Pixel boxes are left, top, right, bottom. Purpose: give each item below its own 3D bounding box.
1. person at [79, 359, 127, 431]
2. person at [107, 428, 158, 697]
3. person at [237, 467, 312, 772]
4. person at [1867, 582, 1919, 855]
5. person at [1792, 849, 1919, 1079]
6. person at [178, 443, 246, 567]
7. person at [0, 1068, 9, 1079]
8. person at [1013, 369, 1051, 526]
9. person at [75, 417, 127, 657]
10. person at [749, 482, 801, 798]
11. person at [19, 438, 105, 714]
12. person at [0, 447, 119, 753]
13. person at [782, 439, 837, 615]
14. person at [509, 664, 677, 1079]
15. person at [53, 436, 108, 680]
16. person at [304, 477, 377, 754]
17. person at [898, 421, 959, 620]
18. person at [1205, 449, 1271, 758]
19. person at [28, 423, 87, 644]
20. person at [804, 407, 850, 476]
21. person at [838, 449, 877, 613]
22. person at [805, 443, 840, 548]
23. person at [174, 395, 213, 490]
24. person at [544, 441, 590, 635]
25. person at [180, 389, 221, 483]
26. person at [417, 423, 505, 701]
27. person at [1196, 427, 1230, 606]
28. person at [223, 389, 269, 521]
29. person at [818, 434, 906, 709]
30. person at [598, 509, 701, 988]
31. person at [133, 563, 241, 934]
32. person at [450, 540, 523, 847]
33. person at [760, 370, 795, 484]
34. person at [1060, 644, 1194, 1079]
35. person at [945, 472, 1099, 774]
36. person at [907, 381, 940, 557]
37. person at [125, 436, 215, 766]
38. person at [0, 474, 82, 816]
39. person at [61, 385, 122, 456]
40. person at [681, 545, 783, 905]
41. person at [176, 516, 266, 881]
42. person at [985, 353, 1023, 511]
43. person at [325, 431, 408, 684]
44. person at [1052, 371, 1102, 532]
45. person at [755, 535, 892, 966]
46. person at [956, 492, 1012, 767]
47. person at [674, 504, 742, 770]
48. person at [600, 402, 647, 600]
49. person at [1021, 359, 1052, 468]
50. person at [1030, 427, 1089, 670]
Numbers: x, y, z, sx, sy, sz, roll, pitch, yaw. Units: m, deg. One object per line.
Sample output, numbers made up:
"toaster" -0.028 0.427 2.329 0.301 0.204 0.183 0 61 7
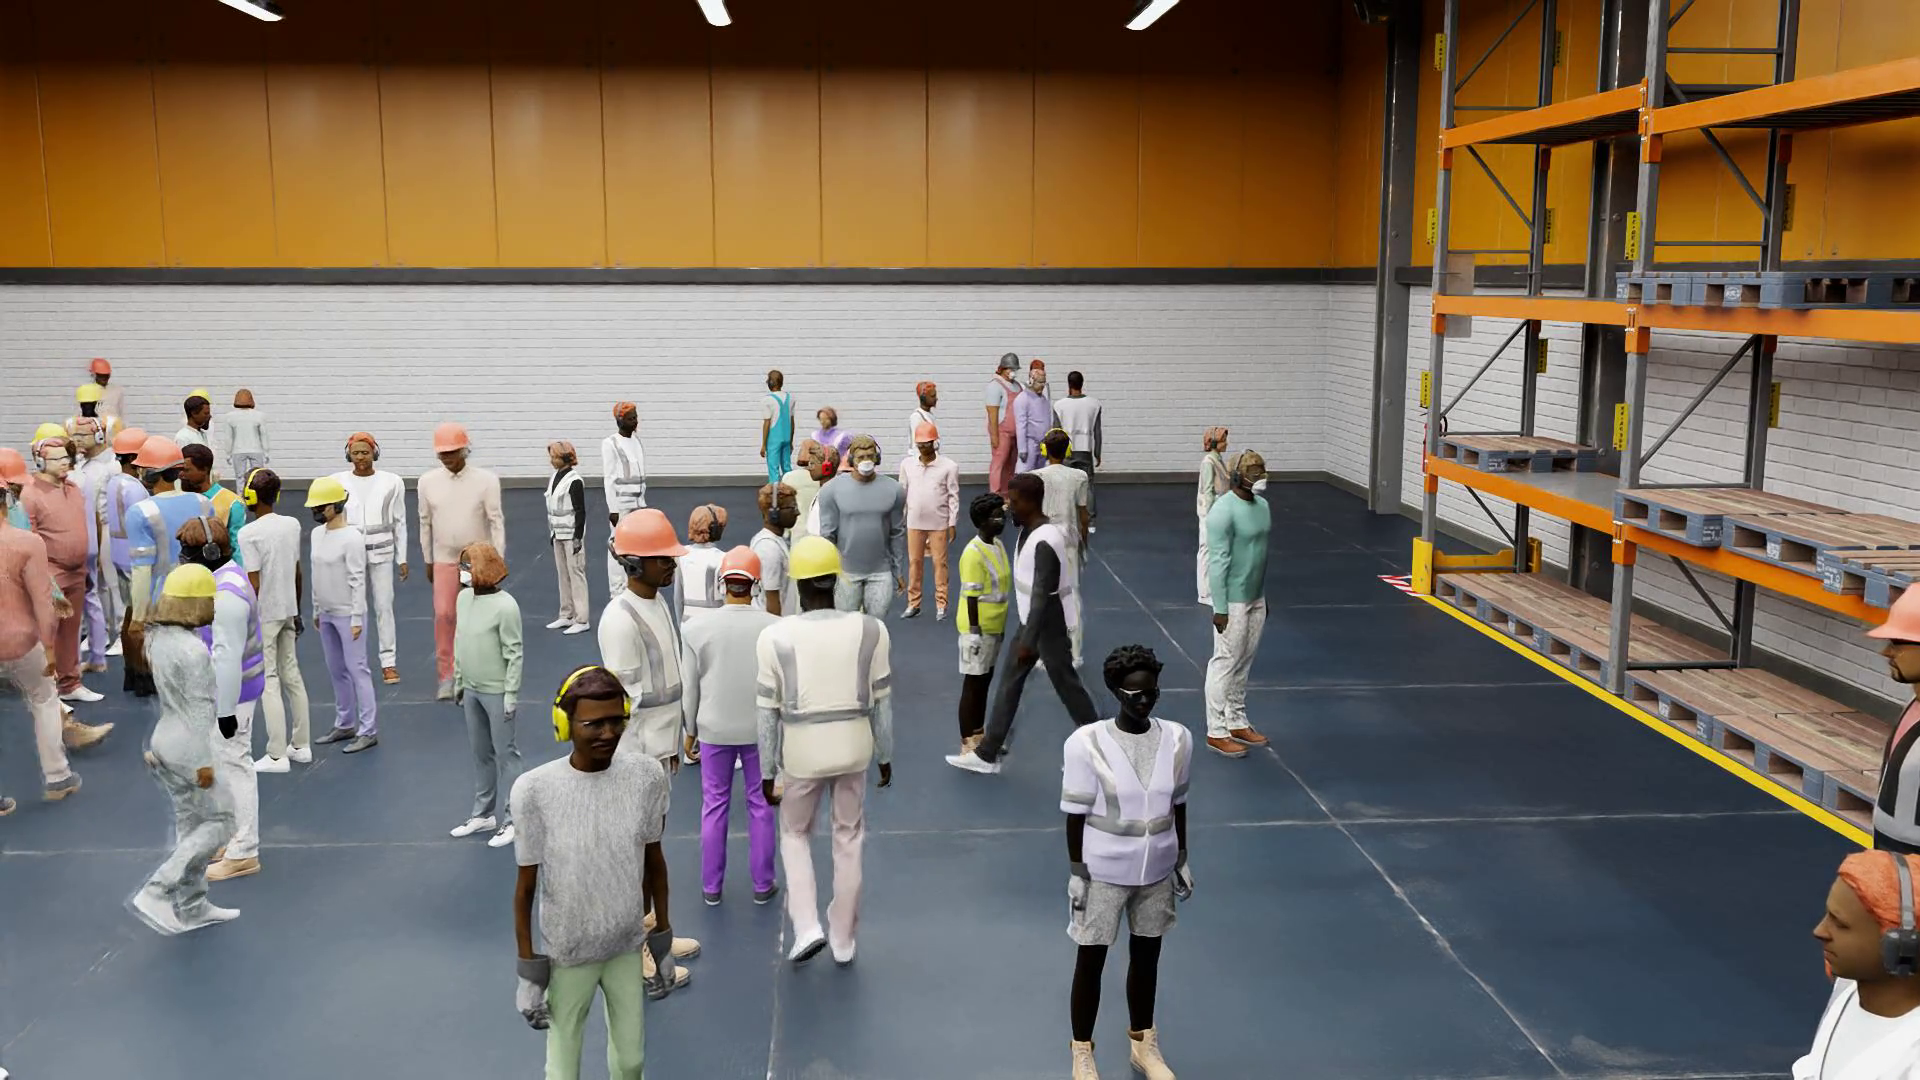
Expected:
"person" -11.056 -1.371 21.564 1.009 1.936 0.650 7 12 38
"person" -5.906 0.158 11.986 0.356 1.936 0.551 -8 12 -41
"person" -4.212 0.486 10.145 0.315 1.869 0.534 3 9 16
"person" 3.124 1.148 5.443 0.395 2.044 0.609 3 10 21
"person" 1.869 1.548 3.434 0.362 1.883 0.575 2 9 11
"person" -5.034 0.302 11.146 0.597 1.918 0.382 3 9 17
"person" -3.774 1.144 6.023 0.328 1.867 0.513 3 9 17
"person" 0.905 -1.114 20.097 0.405 1.902 0.636 5 11 31
"person" -6.868 -0.028 13.258 0.639 1.908 0.409 4 10 23
"person" -1.073 0.578 9.642 0.346 1.845 0.505 -2 9 -11
"person" -6.267 0.238 11.581 0.399 1.909 0.642 1 9 7
"person" -5.902 0.399 10.367 0.967 1.993 0.628 -2 9 -11
"person" -1.282 -0.060 14.335 0.491 1.625 0.283 0 9 -2
"person" -1.127 1.288 5.152 0.510 1.861 0.326 -6 11 -32
"person" -6.648 0.135 12.473 0.358 1.835 0.516 3 9 17
"person" -3.970 0.471 10.587 0.527 1.760 0.334 7 11 37
"person" -0.289 -0.168 14.610 0.568 1.751 0.329 2 9 14
"person" 1.773 0.388 10.542 0.353 1.937 0.635 7 11 36
"person" -7.328 -0.037 13.541 0.404 1.831 0.600 -7 12 -39
"person" -1.454 -0.614 17.854 0.528 1.606 0.777 6 11 33
"person" -0.755 0.192 12.344 0.327 1.753 0.561 -1 9 -3
"person" -0.917 0.236 11.786 0.389 1.846 0.566 -2 9 -11
"person" -7.160 -0.396 15.569 0.384 1.910 0.594 -1 9 -8
"person" -3.325 -0.024 14.069 0.308 1.637 0.524 -7 11 -38
"person" -8.443 -0.800 18.552 0.533 1.765 0.330 5 10 27
"person" -3.570 0.155 11.908 0.616 1.961 0.869 -2 9 -10
"person" 2.327 -0.221 15.300 0.309 1.641 0.513 3 9 17
"person" -8.790 -1.048 20.513 0.502 1.632 0.277 -3 10 -19
"person" -0.669 0.230 11.532 0.628 1.940 0.377 -3 10 -18
"person" -1.326 0.878 7.138 0.373 2.044 0.606 0 9 2
"person" -3.529 0.963 7.584 0.427 1.721 0.494 -8 12 -41
"person" -2.520 0.809 8.852 0.499 1.634 0.280 7 11 36
"person" -2.296 -1.215 20.900 0.346 1.847 0.507 9 13 43
"person" 0.616 1.212 6.123 0.530 1.697 0.321 -3 10 -21
"person" 0.458 0.515 10.001 1.019 1.863 0.597 -2 9 -13
"person" -0.387 -0.771 17.998 0.356 1.881 0.575 2 9 14
"person" -4.872 0.377 10.272 0.366 2.048 0.610 4 10 21
"person" -5.379 0.565 9.405 0.635 1.939 0.849 -1 9 -6
"person" -9.153 -0.704 17.606 0.586 1.874 1.037 -4 10 -22
"person" -1.057 0.891 8.009 0.574 1.739 0.348 -1 9 -7
"person" -3.733 0.785 8.397 0.429 1.837 0.624 -5 10 -27
"person" 0.646 -1.409 21.509 0.535 2.000 0.685 6 11 33
"person" -4.374 0.141 12.268 0.572 1.883 0.355 -3 10 -18
"person" 1.370 -1.026 19.532 0.600 1.909 0.384 -1 9 -6
"person" -0.579 0.929 7.235 0.626 1.913 0.402 -2 9 -13
"person" 0.151 0.544 10.317 0.321 1.696 0.537 3 10 19
"person" -1.535 0.597 10.164 0.525 1.639 0.307 7 12 38
"person" -3.028 -0.314 15.127 0.355 1.883 0.573 3 10 19
"person" 1.039 -1.542 22.859 0.587 1.877 0.353 -8 12 -41
"person" 0.736 0.067 12.771 0.520 1.873 0.333 0 9 -2
